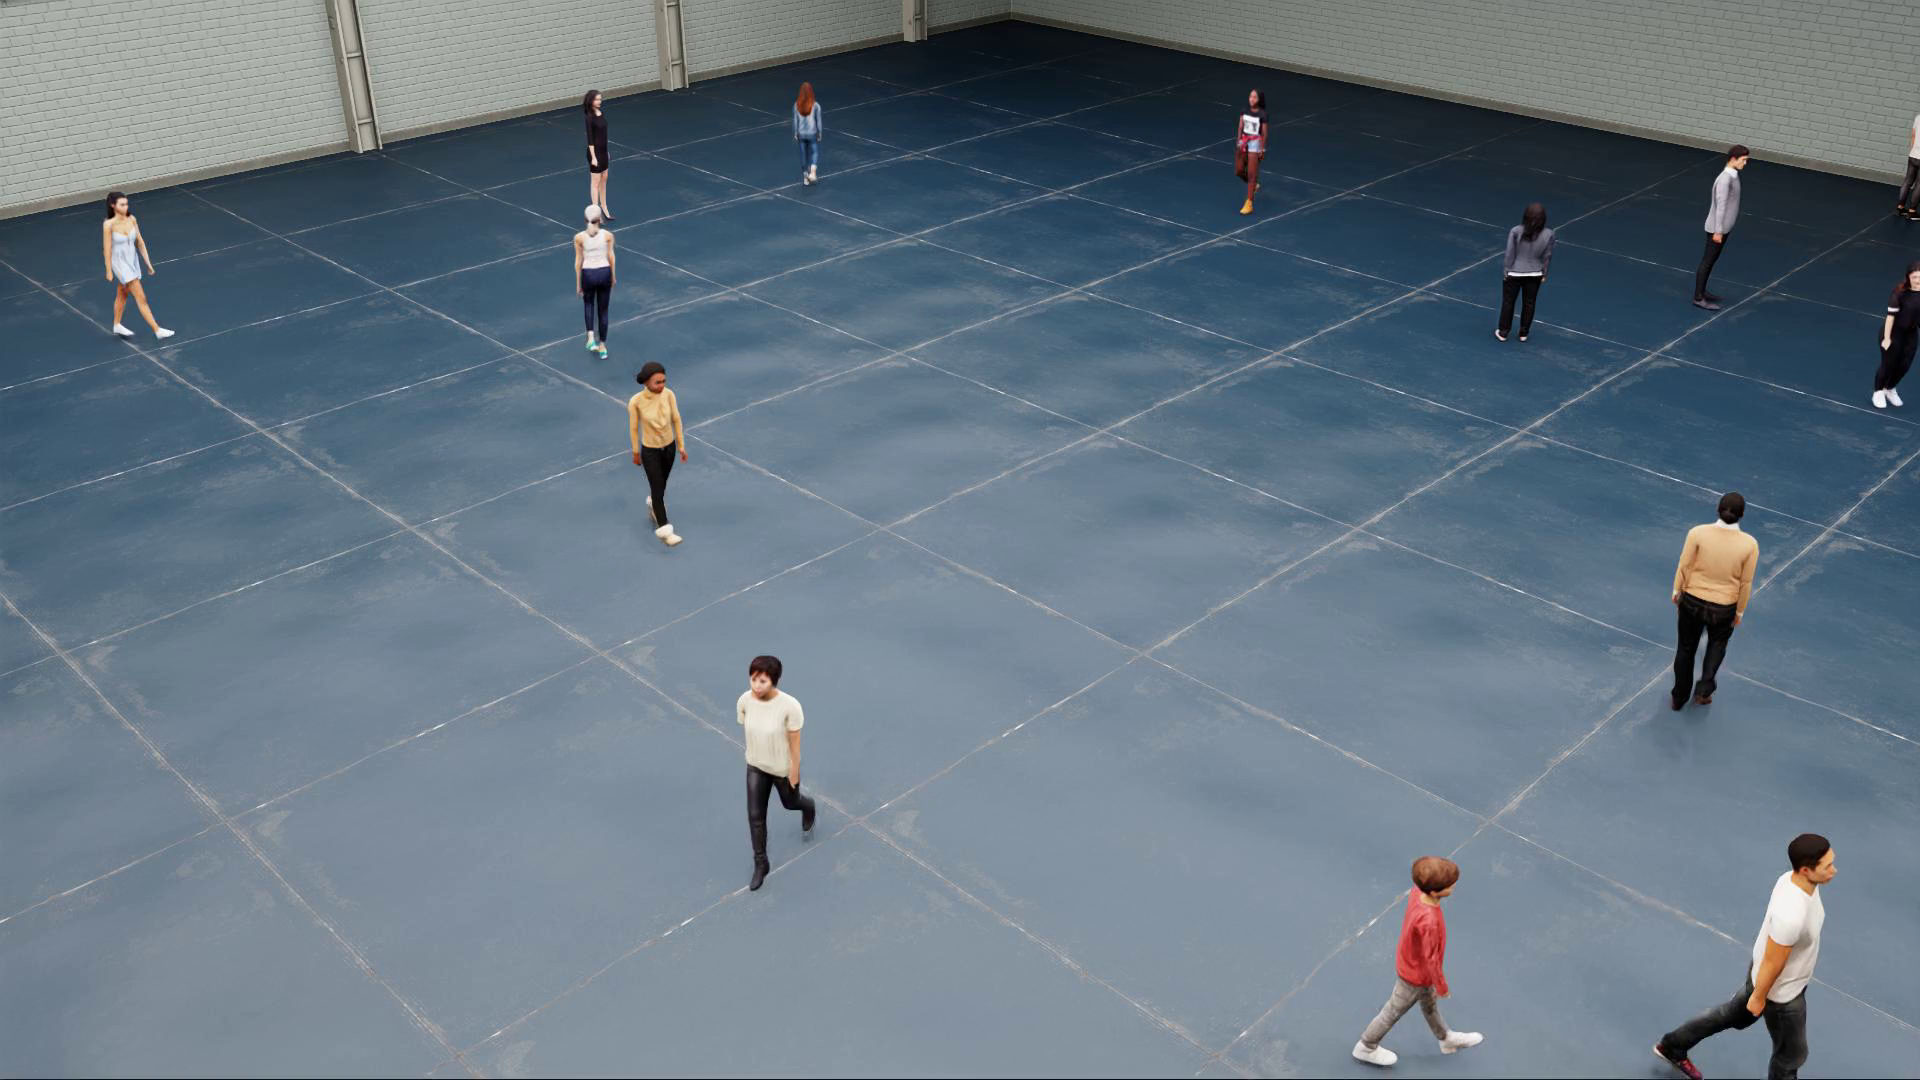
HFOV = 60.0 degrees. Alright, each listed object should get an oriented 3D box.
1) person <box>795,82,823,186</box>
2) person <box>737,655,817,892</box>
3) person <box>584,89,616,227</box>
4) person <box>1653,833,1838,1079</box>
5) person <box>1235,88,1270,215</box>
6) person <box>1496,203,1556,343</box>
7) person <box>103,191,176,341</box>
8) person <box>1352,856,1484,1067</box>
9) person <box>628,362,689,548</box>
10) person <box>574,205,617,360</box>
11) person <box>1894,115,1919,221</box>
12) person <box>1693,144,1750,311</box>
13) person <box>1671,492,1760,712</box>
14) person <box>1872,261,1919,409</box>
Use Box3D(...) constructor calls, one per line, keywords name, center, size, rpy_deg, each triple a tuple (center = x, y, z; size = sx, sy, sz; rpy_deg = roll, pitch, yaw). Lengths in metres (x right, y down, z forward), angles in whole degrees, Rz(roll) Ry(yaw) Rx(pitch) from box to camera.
Box3D(name="person", center=(-2.228, -5.884, 24.191), size=(0.676, 1.466, 0.725), rpy_deg=(2, 28, 4))
Box3D(name="person", center=(-1.136, 1.387, 10.442), size=(0.885, 1.557, 1.101), rpy_deg=(9, 29, 16))
Box3D(name="person", center=(-4.906, -5.197, 22.541), size=(0.718, 1.804, 0.588), rpy_deg=(8, 29, 15))
Box3D(name="person", center=(4.124, 2.240, 8.614), size=(0.923, 1.768, 1.141), rpy_deg=(15, 31, 26))
Box3D(name="person", center=(4.072, -5.402, 23.026), size=(0.622, 1.710, 0.805), rpy_deg=(23, 36, 36))
Box3D(name="person", center=(6.321, -3.001, 18.640), size=(0.794, 1.595, 0.841), rpy_deg=(3, 28, 6))
Box3D(name="person", center=(-9.446, -3.064, 18.670), size=(1.002, 1.679, 1.134), rpy_deg=(8, 29, 15))
Box3D(name="person", center=(2.376, 2.287, 8.933), size=(0.919, 1.386, 0.926), rpy_deg=(4, 28, 7))
Box3D(name="person", center=(-2.659, -0.801, 14.496), size=(1.076, 1.607, 0.767), rpy_deg=(-16, 32, -28))
Box3D(name="person", center=(-3.938, -2.784, 18.138), size=(0.729, 1.684, 0.799), rpy_deg=(-9, 29, -16))
Box3D(name="person", center=(13.178, -5.271, 22.767), size=(0.704, 1.722, 0.704), rpy_deg=(-7, 29, -14))
Box3D(name="person", center=(8.959, -3.719, 19.641), size=(0.864, 1.921, 0.676), rpy_deg=(15, 31, 26))
Box3D(name="person", center=(5.351, 0.492, 11.924), size=(0.739, 1.743, 0.728), rpy_deg=(12, 30, 22))
Box3D(name="person", center=(9.567, -2.095, 16.935), size=(0.739, 1.599, 0.807), rpy_deg=(-9, 29, -16))
